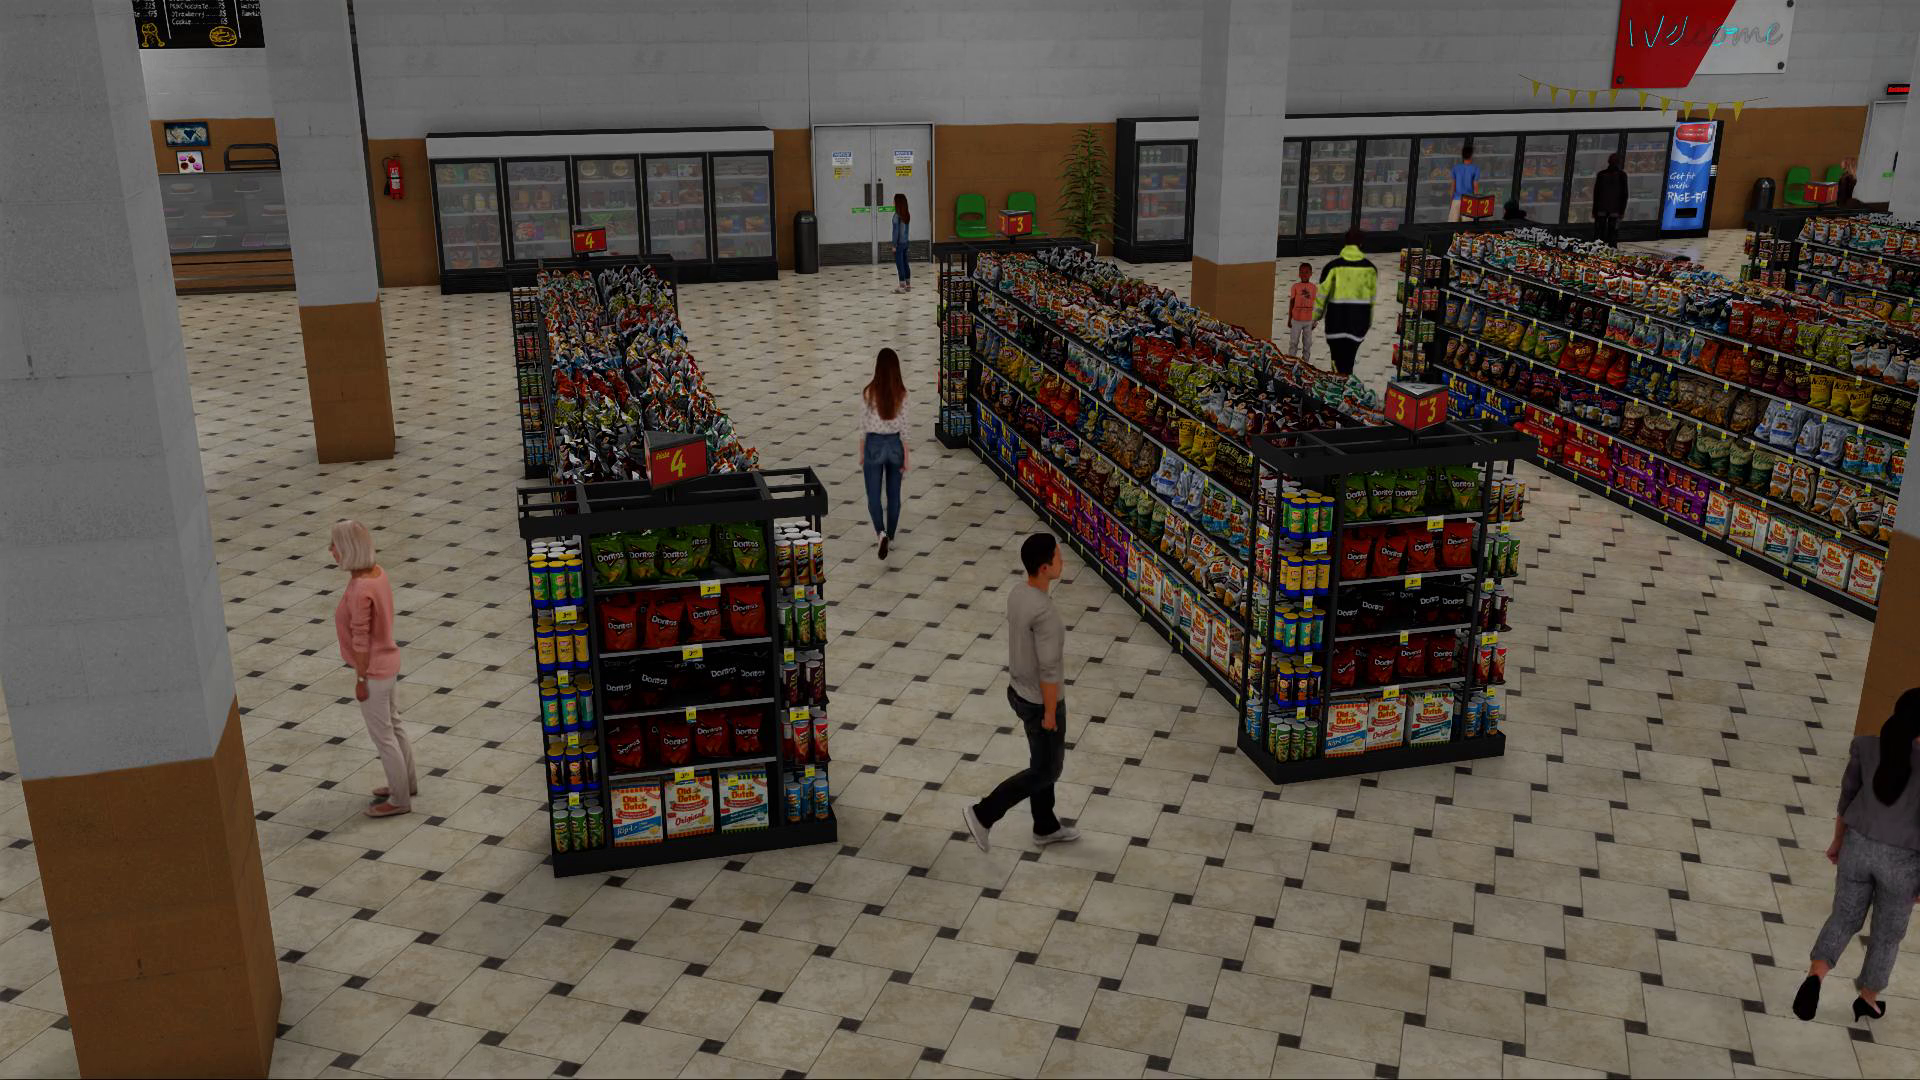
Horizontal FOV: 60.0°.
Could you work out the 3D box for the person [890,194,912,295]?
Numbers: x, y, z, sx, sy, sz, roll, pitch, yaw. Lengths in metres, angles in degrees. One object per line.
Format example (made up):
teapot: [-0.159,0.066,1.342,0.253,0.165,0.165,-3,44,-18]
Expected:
person: [-0.877,-4.457,24.983,0.685,1.474,0.598,7,20,21]

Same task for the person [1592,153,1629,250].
person: [10.682,-5.451,27.380,0.782,1.826,0.829,9,21,25]

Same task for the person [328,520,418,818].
person: [-3.262,0.703,9.290,0.671,1.722,0.487,-3,19,-8]

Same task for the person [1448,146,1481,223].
person: [8.470,-5.676,27.990,0.719,1.862,0.786,11,22,30]

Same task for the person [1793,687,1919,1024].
person: [3.960,1.431,7.232,0.867,1.658,0.917,-13,22,-33]

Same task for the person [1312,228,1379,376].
person: [4.211,-2.351,18.009,0.810,1.940,1.028,-4,19,-12]

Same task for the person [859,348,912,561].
person: [-0.608,-0.674,13.391,0.662,1.712,1.019,-2,19,-5]

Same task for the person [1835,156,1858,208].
person: [14.919,-5.543,27.923,0.930,1.654,1.201,-14,23,-36]

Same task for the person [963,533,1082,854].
person: [0.328,0.840,8.770,0.744,1.795,0.882,-7,20,-19]

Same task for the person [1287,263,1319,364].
person: [4.106,-2.670,19.939,0.561,1.311,0.582,4,19,10]
